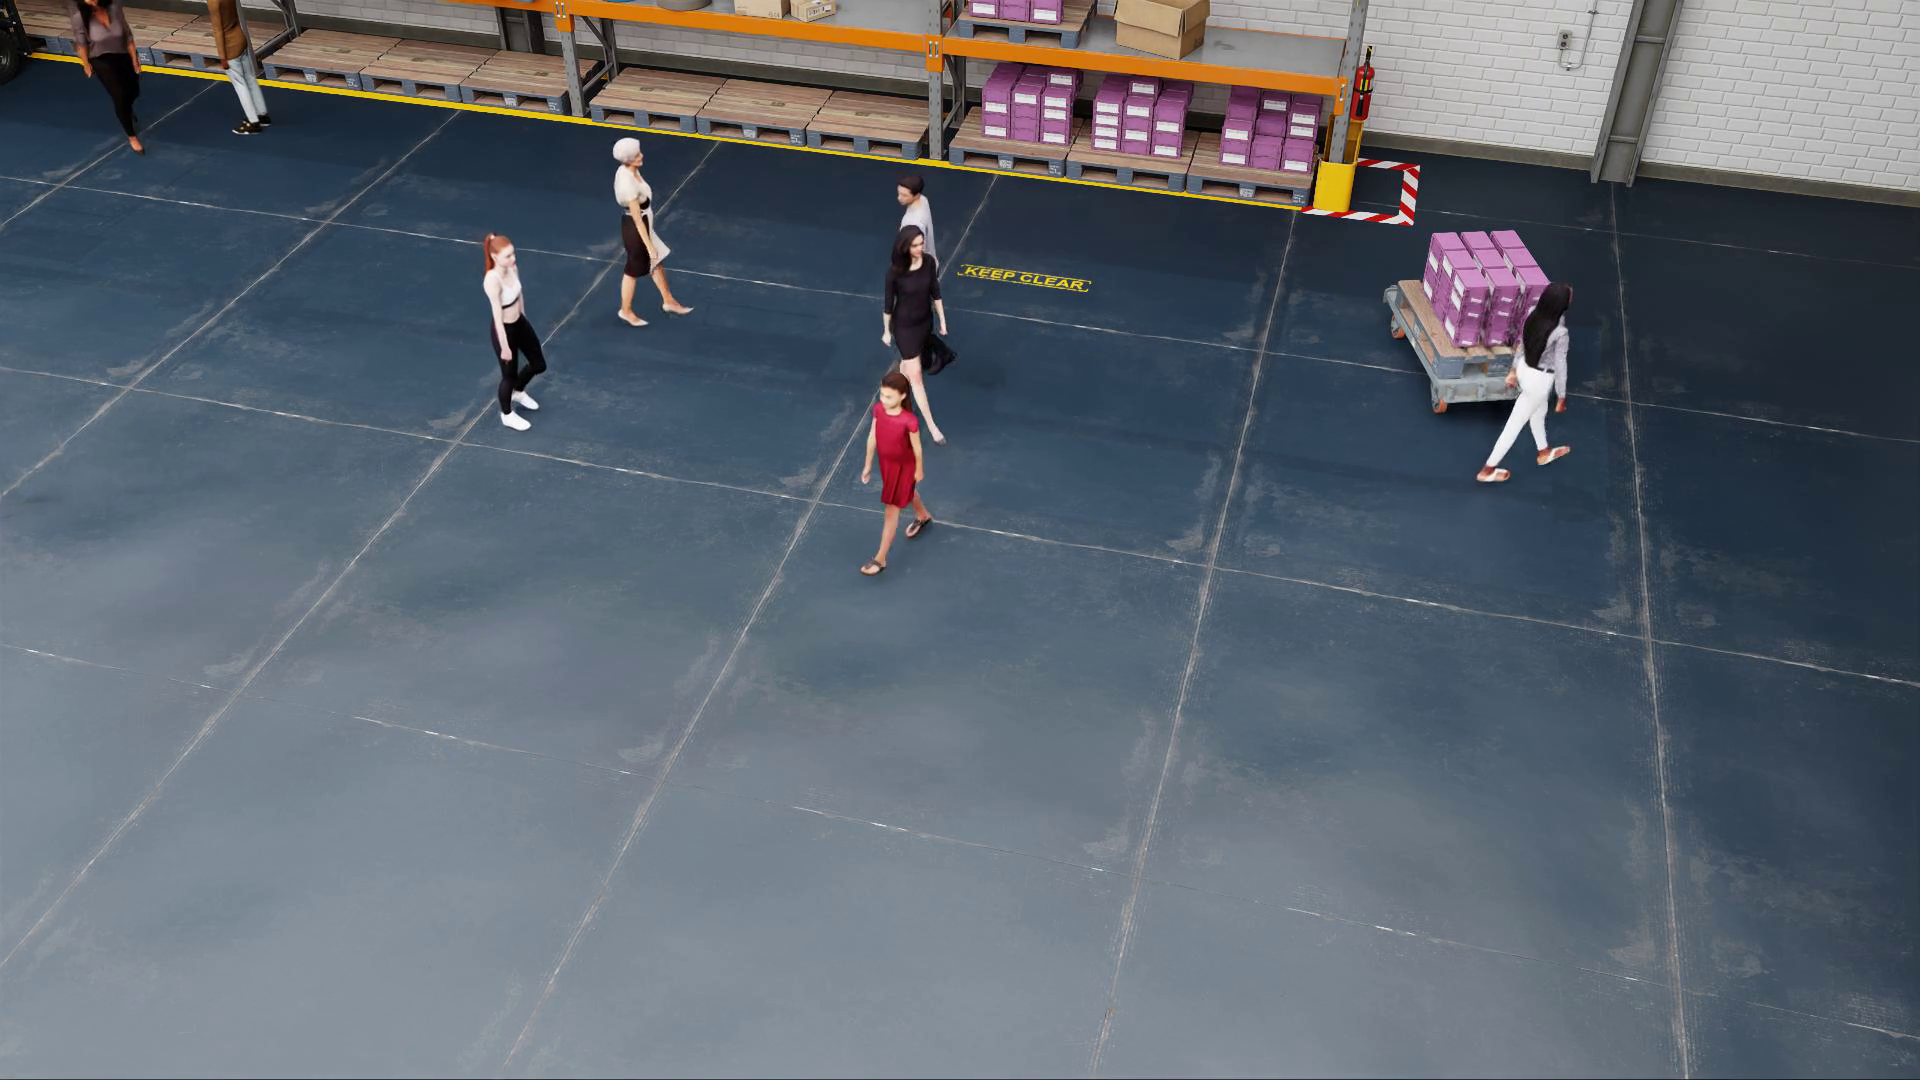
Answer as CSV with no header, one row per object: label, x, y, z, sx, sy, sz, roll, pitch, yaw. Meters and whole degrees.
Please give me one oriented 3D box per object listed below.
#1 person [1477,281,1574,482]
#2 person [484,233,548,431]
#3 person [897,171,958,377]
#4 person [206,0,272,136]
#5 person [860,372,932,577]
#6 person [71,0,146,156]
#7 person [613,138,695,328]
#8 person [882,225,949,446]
person,4.147,-1.130,12.257,1.130,1.693,0.928,-8,39,-10
person,-3.490,-1.591,12.809,0.619,1.726,0.595,9,40,11
person,-0.237,-2.116,13.368,0.775,1.848,0.743,7,39,9
person,-7.474,-5.086,17.112,0.620,1.816,0.672,2,39,3
person,-0.398,-0.559,11.689,1.074,1.510,0.864,25,45,28
person,-8.569,-4.810,16.785,1.159,1.793,0.984,29,47,31
person,-2.817,-2.553,14.009,0.987,1.730,0.840,-4,39,-5
person,-0.413,-1.653,12.855,1.041,1.765,1.161,-25,45,-28
